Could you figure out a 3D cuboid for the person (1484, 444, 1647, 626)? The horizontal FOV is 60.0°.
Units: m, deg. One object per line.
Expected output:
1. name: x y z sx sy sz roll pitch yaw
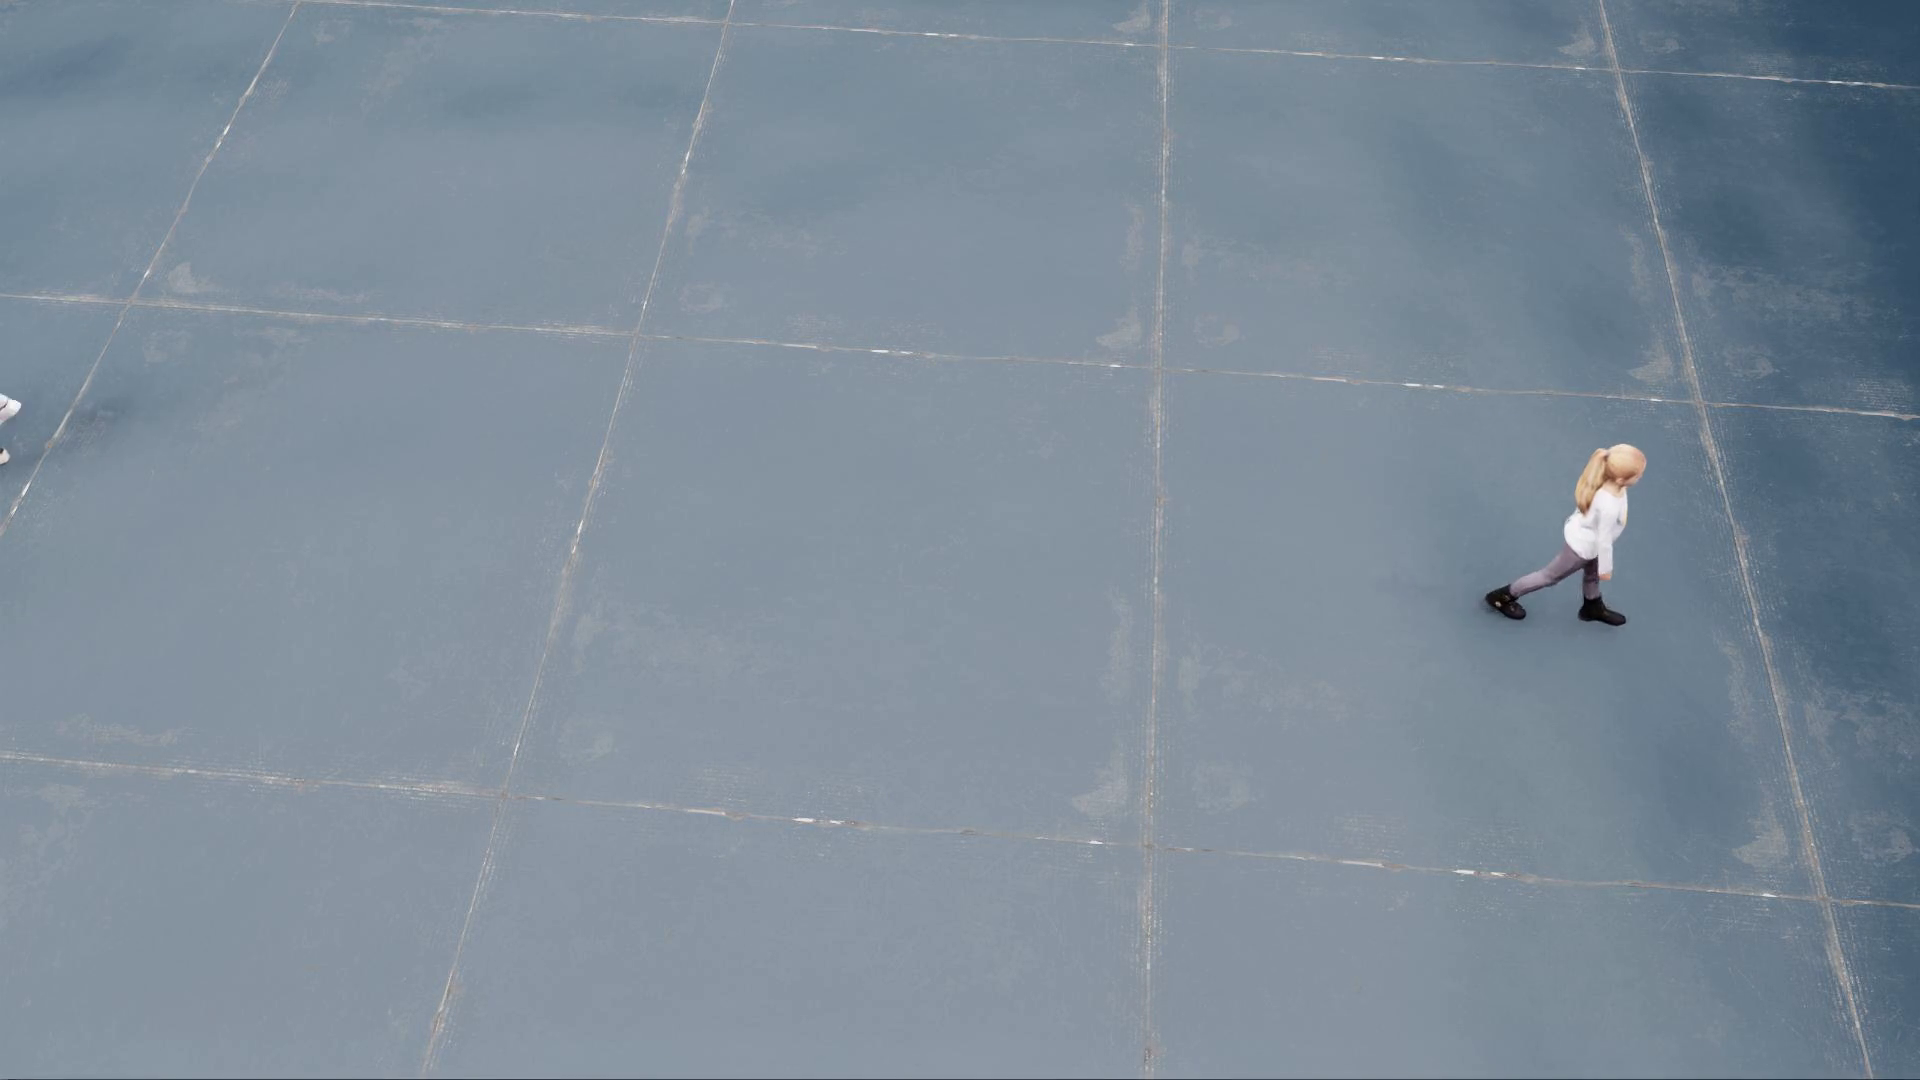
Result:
1. person: 2.872 0.004 7.839 0.948 1.251 0.619 13 53 10
